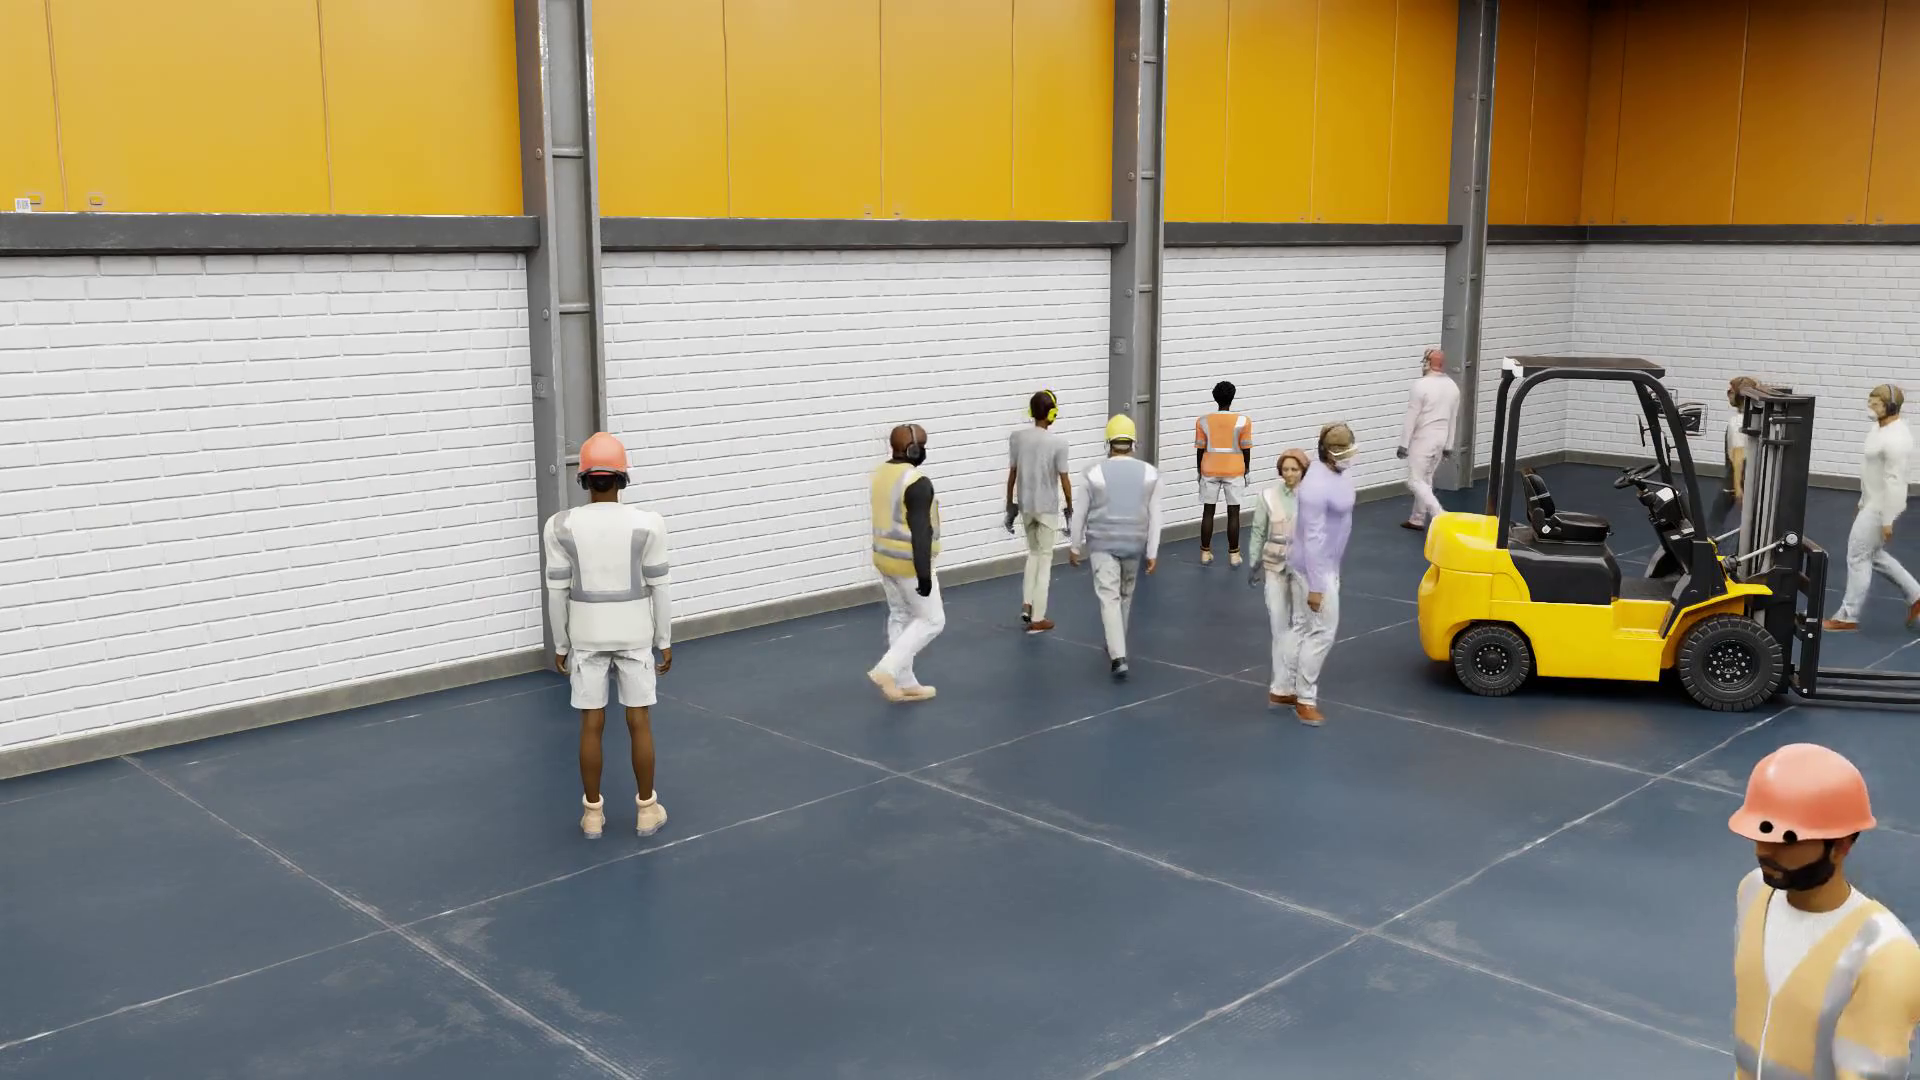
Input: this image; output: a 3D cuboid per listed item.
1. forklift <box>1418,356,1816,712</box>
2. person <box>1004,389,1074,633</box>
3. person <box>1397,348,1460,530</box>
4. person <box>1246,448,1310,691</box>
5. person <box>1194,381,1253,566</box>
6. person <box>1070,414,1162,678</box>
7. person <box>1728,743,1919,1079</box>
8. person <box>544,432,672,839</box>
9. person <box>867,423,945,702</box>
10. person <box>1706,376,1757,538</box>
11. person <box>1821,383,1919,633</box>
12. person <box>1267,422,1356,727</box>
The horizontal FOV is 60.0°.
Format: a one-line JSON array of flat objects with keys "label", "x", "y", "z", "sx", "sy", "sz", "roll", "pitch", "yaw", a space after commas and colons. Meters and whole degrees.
[{"label": "forklift", "x": 4.276, "y": -0.101, "z": 11.076, "sx": 2.313, "sy": 2.155, "sz": 1.214, "roll": 2, "pitch": 11, "yaw": 13}, {"label": "person", "x": 0.620, "y": -0.214, "z": 12.647, "sx": 0.550, "sy": 1.842, "sz": 0.435, "roll": 6, "pitch": 12, "yaw": 31}, {"label": "person", "x": 4.712, "y": -0.983, "z": 16.735, "sx": 0.662, "sy": 1.885, "sz": 0.757, "roll": -7, "pitch": 13, "yaw": -35}, {"label": "person", "x": 2.165, "y": 0.205, "z": 10.957, "sx": 0.529, "sy": 1.626, "sz": 0.374, "roll": 5, "pitch": 11, "yaw": 25}, {"label": "person", "x": 2.401, "y": -0.605, "z": 15.201, "sx": 0.532, "sy": 1.694, "sz": 0.320, "roll": 4, "pitch": 11, "yaw": 20}, {"label": "person", "x": 1.078, "y": 0.034, "z": 11.462, "sx": 0.600, "sy": 1.794, "sz": 0.911, "roll": -2, "pitch": 11, "yaw": -9}, {"label": "person", "x": 1.830, "y": 1.389, "z": 3.742, "sx": 0.843, "sy": 1.903, "sz": 0.555, "roll": -3, "pitch": 11, "yaw": -17}, {"label": "person", "x": -1.739, "y": 0.481, "z": 8.301, "sx": 0.608, "sy": 2.048, "sz": 0.365, "roll": -1, "pitch": 10, "yaw": -6}, {"label": "person", "x": -0.359, "y": 0.164, "z": 10.621, "sx": 0.468, "sy": 1.828, "sz": 0.656, "roll": -6, "pitch": 12, "yaw": -29}, {"label": "person", "x": 6.870, "y": -0.537, "z": 14.583, "sx": 0.525, "sy": 1.795, "sz": 1.010, "roll": -6, "pitch": 12, "yaw": -30}, {"label": "person", "x": 6.956, "y": -0.228, "z": 12.516, "sx": 0.795, "sy": 1.919, "sz": 0.654, "roll": 4, "pitch": 11, "yaw": 23}, {"label": "person", "x": 2.164, "y": 0.196, "z": 10.296, "sx": 0.582, "sy": 1.894, "sz": 0.696, "roll": 5, "pitch": 11, "yaw": 25}]
